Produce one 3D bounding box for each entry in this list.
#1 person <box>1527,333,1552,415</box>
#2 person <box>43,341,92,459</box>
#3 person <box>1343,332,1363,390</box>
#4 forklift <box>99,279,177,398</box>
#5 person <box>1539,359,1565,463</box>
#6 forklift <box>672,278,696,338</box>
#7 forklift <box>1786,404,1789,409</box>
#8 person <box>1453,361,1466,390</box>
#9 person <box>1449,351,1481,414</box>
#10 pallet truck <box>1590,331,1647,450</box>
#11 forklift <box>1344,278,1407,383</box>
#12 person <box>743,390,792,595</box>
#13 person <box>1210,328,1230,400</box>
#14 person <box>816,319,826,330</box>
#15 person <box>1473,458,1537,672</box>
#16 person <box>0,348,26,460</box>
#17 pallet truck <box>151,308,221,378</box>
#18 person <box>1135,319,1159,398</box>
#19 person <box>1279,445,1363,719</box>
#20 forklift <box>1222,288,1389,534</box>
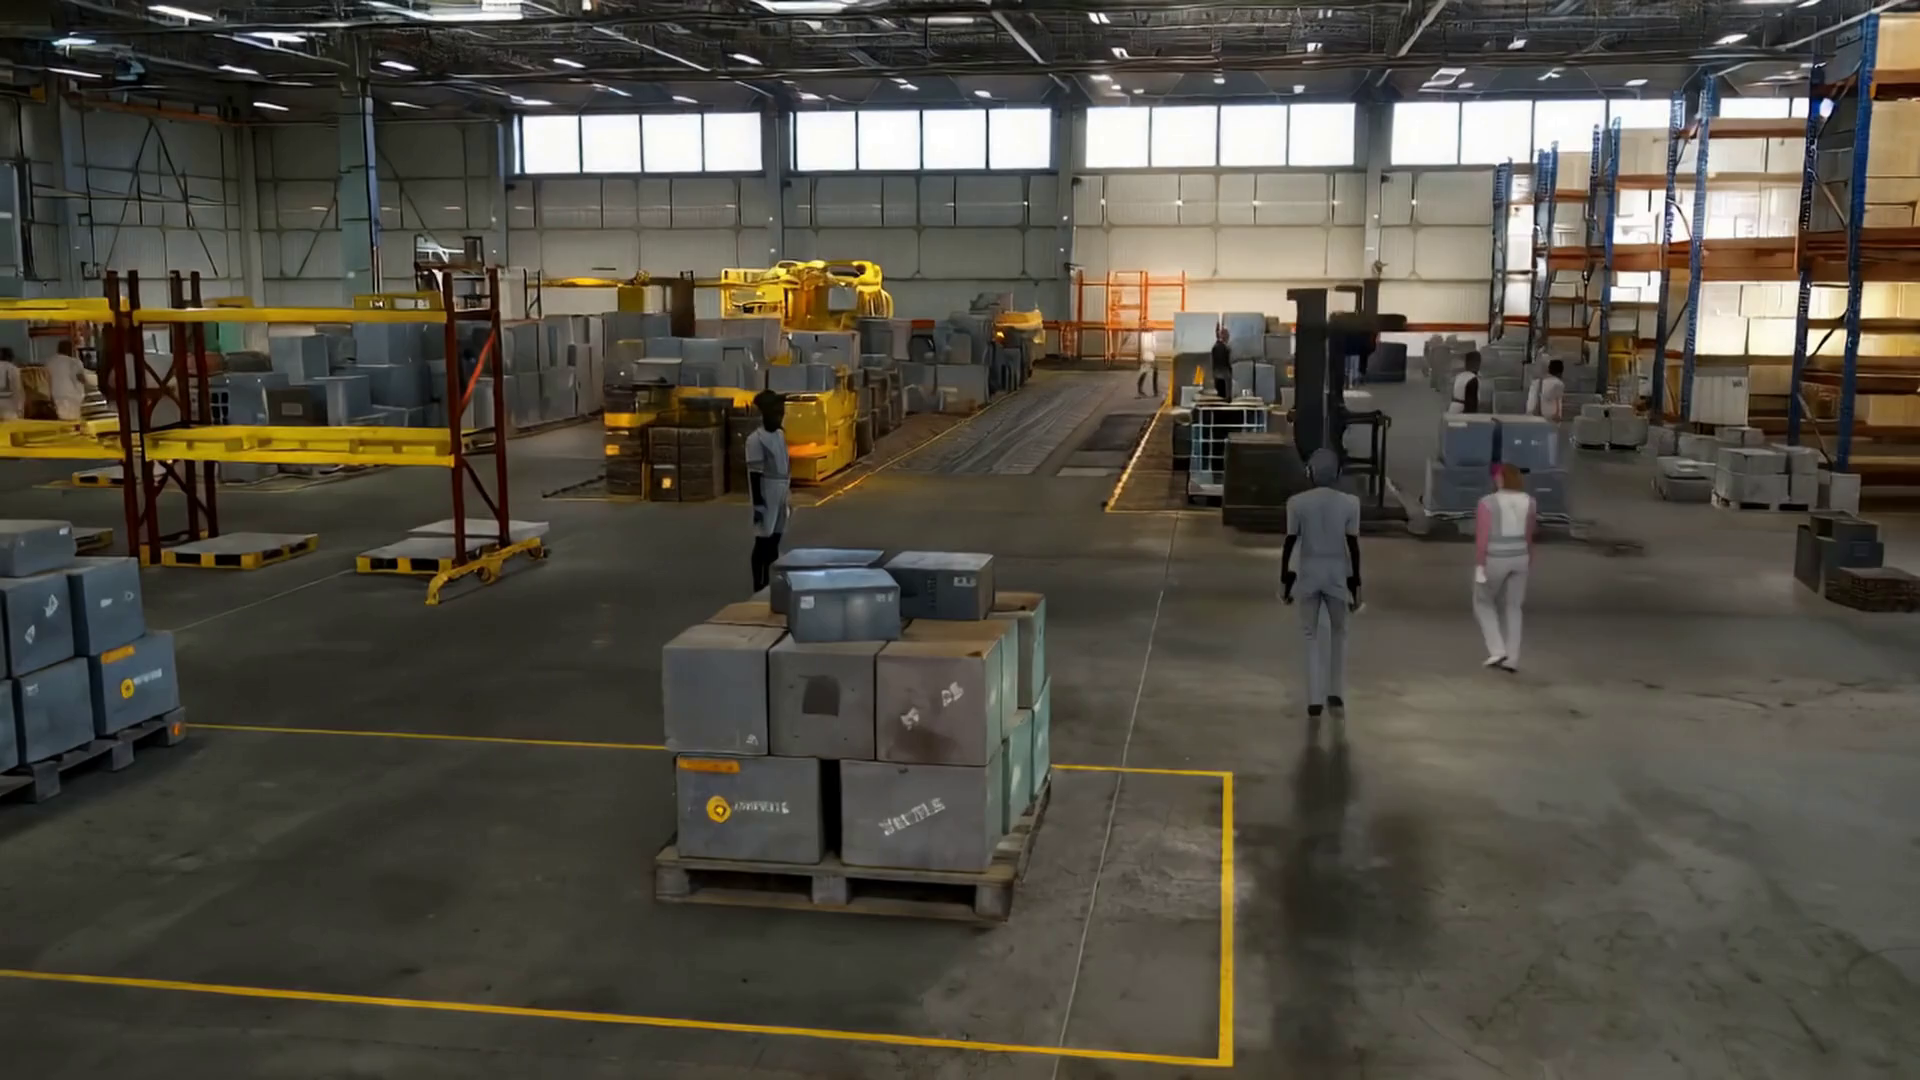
[{"bbox_3d":[11.276,-3.148,32.641,0.781,1.812,0.628,2,9,14],"label":"person"},{"bbox_3d":[-14.502,-2.287,27.090,0.659,1.879,1.035,0,9,3],"label":"person"},{"bbox_3d":[9.651,-4.608,41.055,0.610,1.996,0.378,-3,10,-19],"label":"person"},{"bbox_3d":[-19.606,-4.720,39.027,1.873,2.768,1.129,1,9,9],"label":"forklift"},{"bbox_3d":[8.971,-1.891,25.212,0.322,1.697,0.535,-1,9,-7],"label":"person"},{"bbox_3d":[-7.496,-5.725,45.224,1.873,2.768,1.129,1,9,9],"label":"forklift"},{"bbox_3d":[18.612,-4.310,36.493,1.129,2.768,1.873,1,9,9],"label":"forklift"},{"bbox_3d":[7.874,-1.988,26.019,0.320,1.630,0.520,0,9,0],"label":"person"},{"bbox_3d":[7.127,-1.713,23.496,0.404,1.904,0.602,0,9,-1],"label":"person"},{"bbox_3d":[11.253,-2.573,28.499,0.823,1.965,1.885,5,10,27],"label":"pallet truck"},{"bbox_3d":[11.097,-5.678,44.931,1.873,2.768,1.129,1,9,9],"label":"forklift"},{"bbox_3d":[-1.712,-0.371,15.014,0.366,1.965,0.607,3,10,19],"label":"person"},{"bbox_3d":[4.976,-3.072,31.759,0.377,1.940,0.629,-2,9,-10],"label":"person"},{"bbox_3d":[-3.173,-4.082,37.986,0.372,1.940,0.632,4,10,21],"label":"person"},{"bbox_3d":[4.089,0.192,12.538,0.527,1.626,0.392,-1,9,-9],"label":"person"},{"bbox_3d":[-15.328,-2.192,26.779,0.637,1.792,0.958,1,9,7],"label":"person"},{"bbox_3d":[-21.869,-5.598,47.154,0.823,1.965,1.885,4,10,26],"label":"pallet truck"},{"bbox_3d":[4.479,-4.310,39.581,0.544,1.897,0.913,6,11,34],"label":"person"},{"bbox_3d":[2.470,0.275,11.362,0.570,1.853,0.594,3,10,15],"label":"person"},{"bbox_3d":[4.038,-1.538,19.396,1.873,2.768,1.129,1,9,9],"label":"forklift"}]
